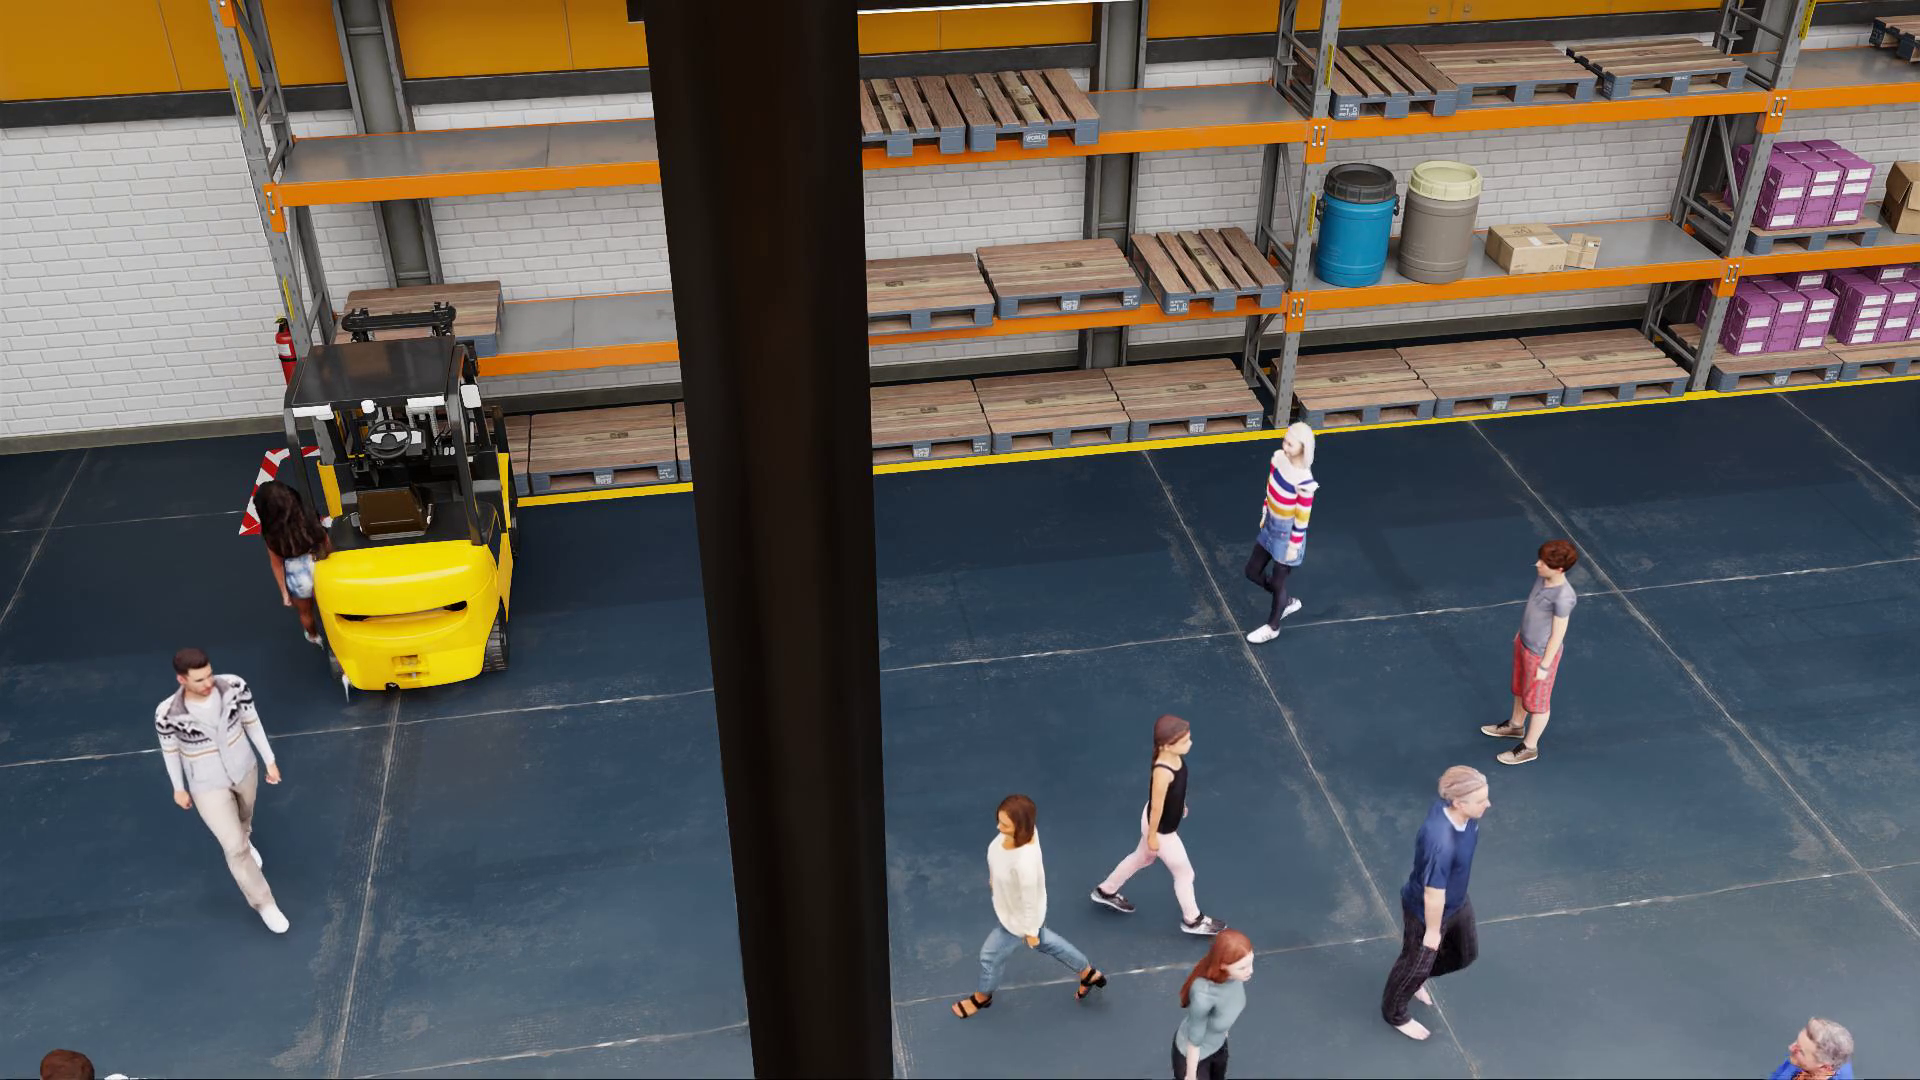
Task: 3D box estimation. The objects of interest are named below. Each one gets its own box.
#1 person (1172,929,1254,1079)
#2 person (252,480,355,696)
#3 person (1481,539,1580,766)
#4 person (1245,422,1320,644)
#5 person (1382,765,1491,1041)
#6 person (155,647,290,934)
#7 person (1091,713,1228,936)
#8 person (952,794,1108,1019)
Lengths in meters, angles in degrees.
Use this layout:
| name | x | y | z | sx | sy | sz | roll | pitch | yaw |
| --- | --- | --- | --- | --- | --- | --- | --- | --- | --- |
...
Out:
| name | x | y | z | sx | sy | sz | roll | pitch | yaw |
| --- | --- | --- | --- | --- | --- | --- | --- | --- | --- |
| person | 1.098 | 2.432 | 8.003 | 0.906 | 1.724 | 0.858 | 23 | 40 | 30 |
| person | -4.380 | 0.360 | 11.276 | 1.066 | 1.552 | 0.905 | -18 | 37 | -24 |
| person | 3.723 | 0.699 | 10.676 | 0.545 | 1.651 | 0.594 | -3 | 34 | -4 |
| person | 2.339 | -0.060 | 11.681 | 0.759 | 1.802 | 0.737 | -13 | 36 | -18 |
| person | 2.401 | 1.870 | 8.729 | 0.869 | 1.855 | 0.809 | 22 | 39 | 29 |
| person | -4.283 | 1.315 | 9.607 | 1.205 | 1.809 | 1.225 | 28 | 43 | 35 |
| person | 1.076 | 1.606 | 9.424 | 1.090 | 1.527 | 0.782 | 7 | 34 | 10 |
| person | 0.408 | 1.949 | 8.812 | 1.115 | 1.632 | 0.717 | 0 | 34 | 0 |
